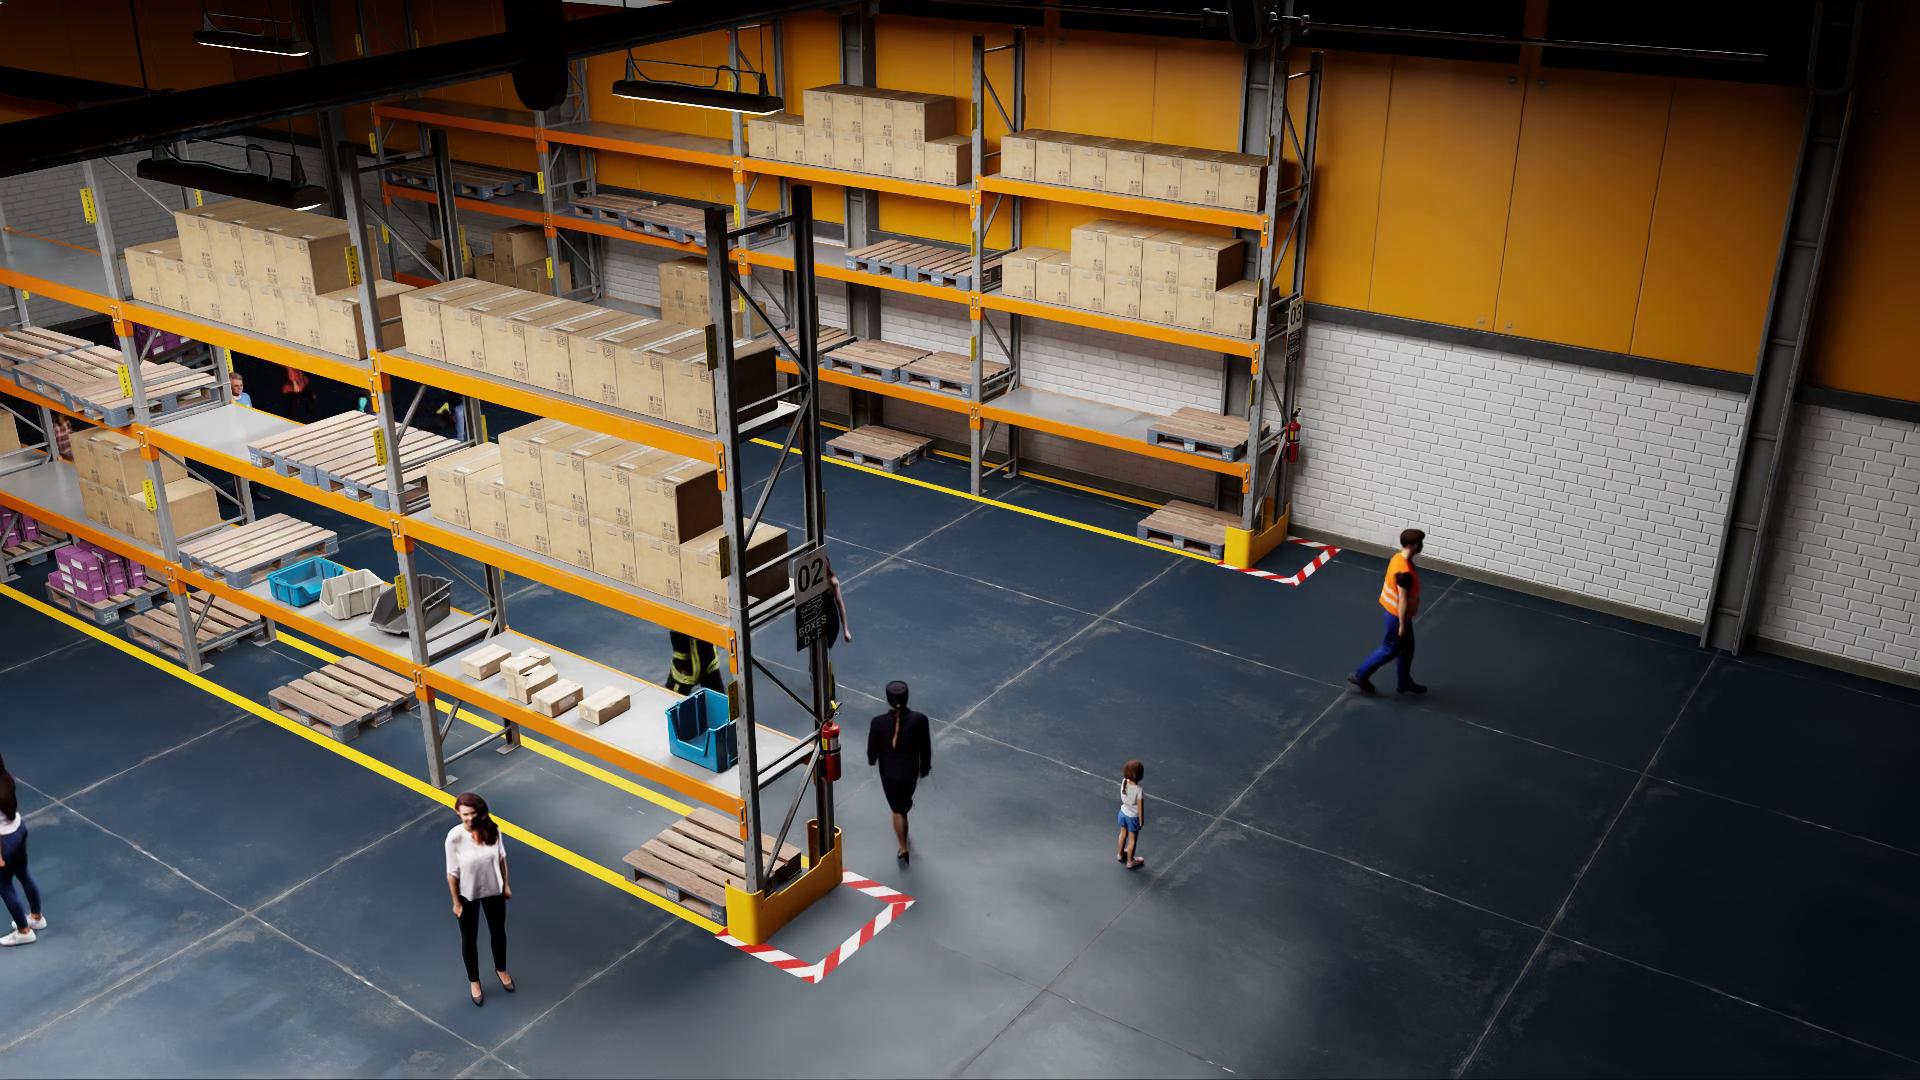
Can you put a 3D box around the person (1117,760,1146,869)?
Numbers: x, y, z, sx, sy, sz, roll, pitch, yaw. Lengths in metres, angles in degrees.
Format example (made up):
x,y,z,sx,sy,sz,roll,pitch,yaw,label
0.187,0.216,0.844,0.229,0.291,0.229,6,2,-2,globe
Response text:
x,y,z,sx,sy,sz,roll,pitch,yaw,label
1.481,2.361,14.428,0.525,1.019,0.428,-15,28,-30,person

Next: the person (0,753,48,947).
x,y,z,sx,sy,sz,roll,pitch,yaw,label
-7.597,2.413,13.371,0.768,1.772,0.718,-3,24,-6,person

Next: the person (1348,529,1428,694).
x,y,z,sx,sy,sz,roll,pitch,yaw,label
4.420,0.756,17.053,1.173,1.859,0.972,4,24,8,person

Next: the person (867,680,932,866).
x,y,z,sx,sy,sz,roll,pitch,yaw,label
-0.513,2.053,14.356,1.056,1.642,1.135,-6,24,-13,person

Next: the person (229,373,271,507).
x,y,z,sx,sy,sz,roll,pitch,yaw,label
-9.476,-1.345,21.921,0.610,1.809,0.685,11,26,24,person

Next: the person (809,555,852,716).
x,y,z,sx,sy,sz,roll,pitch,yaw,label
-1.424,0.859,17.012,0.954,1.703,1.212,-11,26,-24,person

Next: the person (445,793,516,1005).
x,y,z,sx,sy,sz,roll,pitch,yaw,label
-3.661,2.703,12.678,0.675,1.794,0.634,-16,28,-32,person
